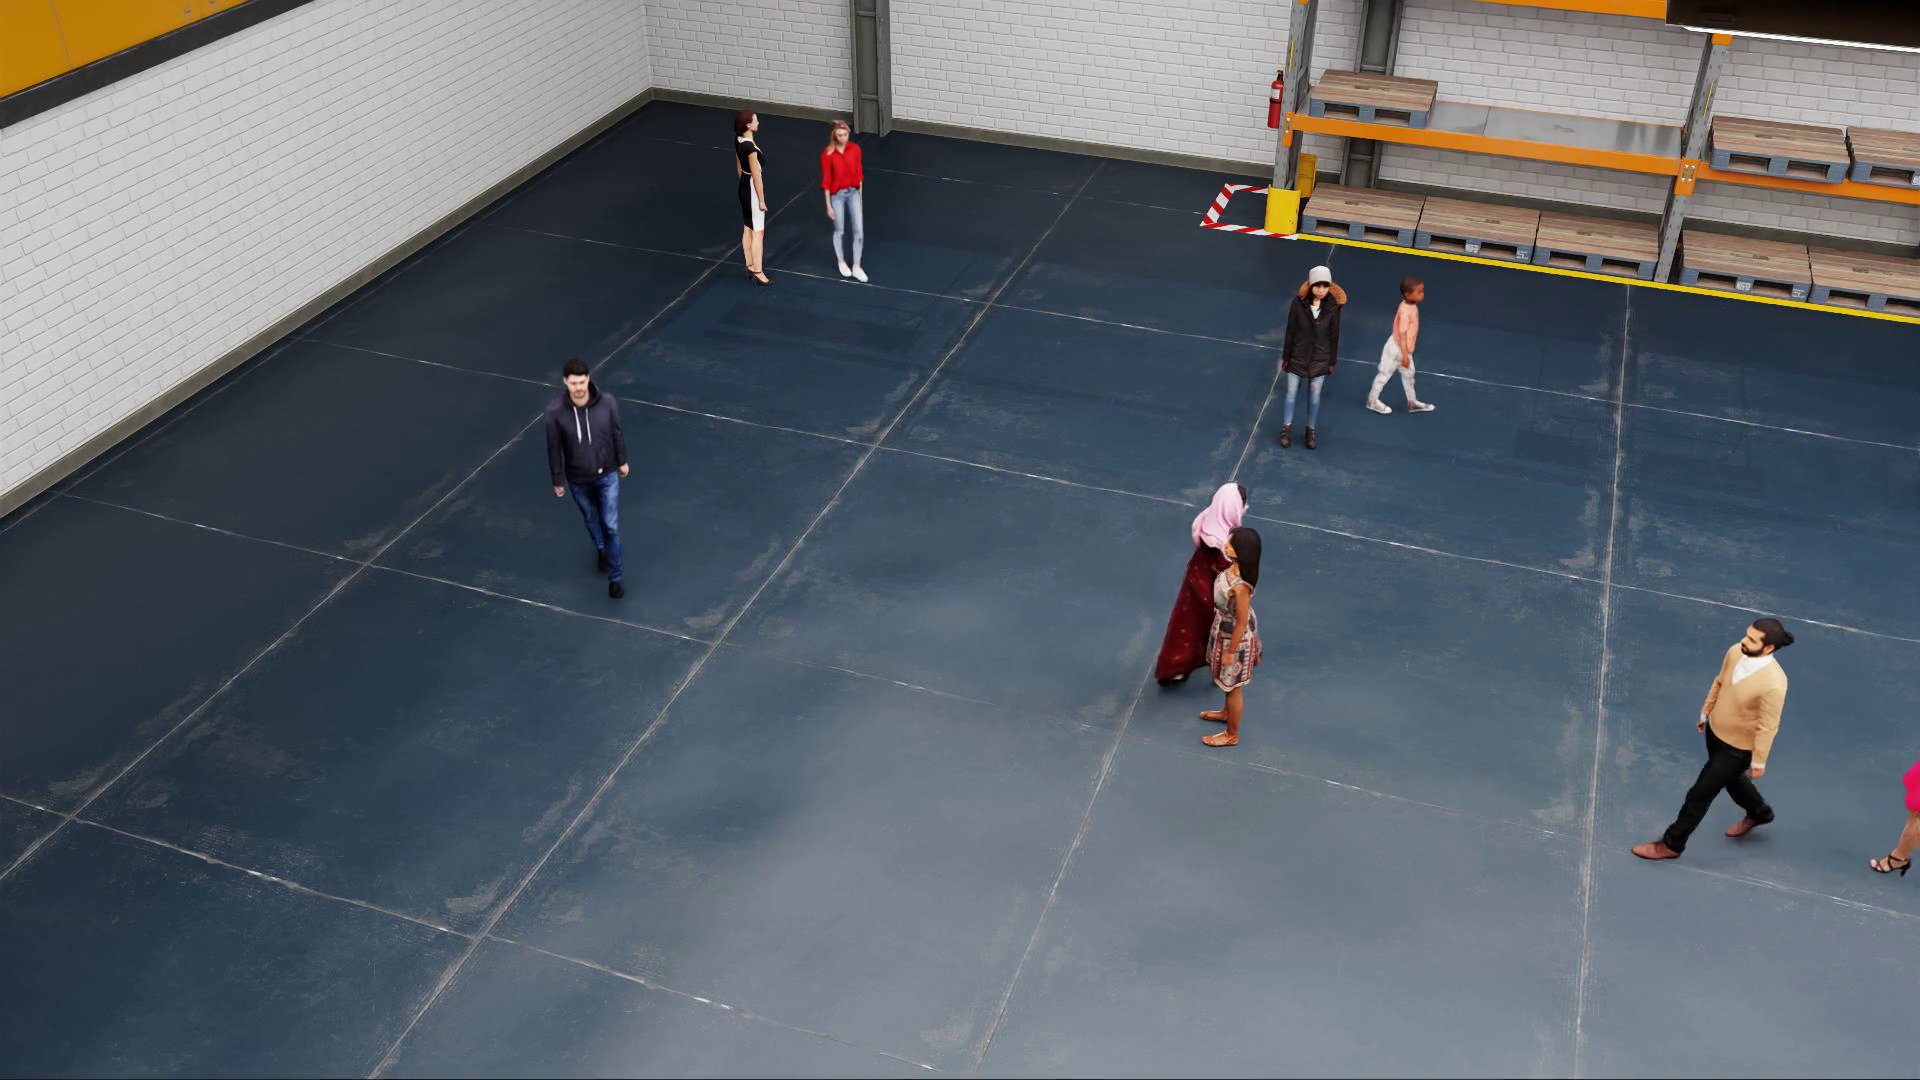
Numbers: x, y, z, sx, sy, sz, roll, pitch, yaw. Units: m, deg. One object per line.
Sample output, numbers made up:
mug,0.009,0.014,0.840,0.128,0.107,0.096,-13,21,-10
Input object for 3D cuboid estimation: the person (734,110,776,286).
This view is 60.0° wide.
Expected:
person,-2.076,-3.413,16.597,0.701,1.796,0.621,-18,37,-24

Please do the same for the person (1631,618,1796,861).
person,4.612,1.171,9.759,1.269,1.732,1.017,-3,34,-4

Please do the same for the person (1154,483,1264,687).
person,1.618,0.327,11.152,1.143,1.597,1.063,-12,36,-18

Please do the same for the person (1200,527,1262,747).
person,1.765,0.609,10.683,0.606,1.645,0.695,4,34,7

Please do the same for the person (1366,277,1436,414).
person,3.761,-1.692,14.467,0.836,1.288,0.593,18,37,24

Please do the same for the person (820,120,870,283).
person,-1.213,-3.454,16.762,0.846,1.683,0.907,-16,37,-22

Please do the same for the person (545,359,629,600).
person,-2.708,-0.533,12.219,1.183,1.848,1.113,-5,34,-8

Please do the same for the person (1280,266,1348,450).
person,2.922,-1.547,13.934,0.597,1.636,0.730,5,34,7
